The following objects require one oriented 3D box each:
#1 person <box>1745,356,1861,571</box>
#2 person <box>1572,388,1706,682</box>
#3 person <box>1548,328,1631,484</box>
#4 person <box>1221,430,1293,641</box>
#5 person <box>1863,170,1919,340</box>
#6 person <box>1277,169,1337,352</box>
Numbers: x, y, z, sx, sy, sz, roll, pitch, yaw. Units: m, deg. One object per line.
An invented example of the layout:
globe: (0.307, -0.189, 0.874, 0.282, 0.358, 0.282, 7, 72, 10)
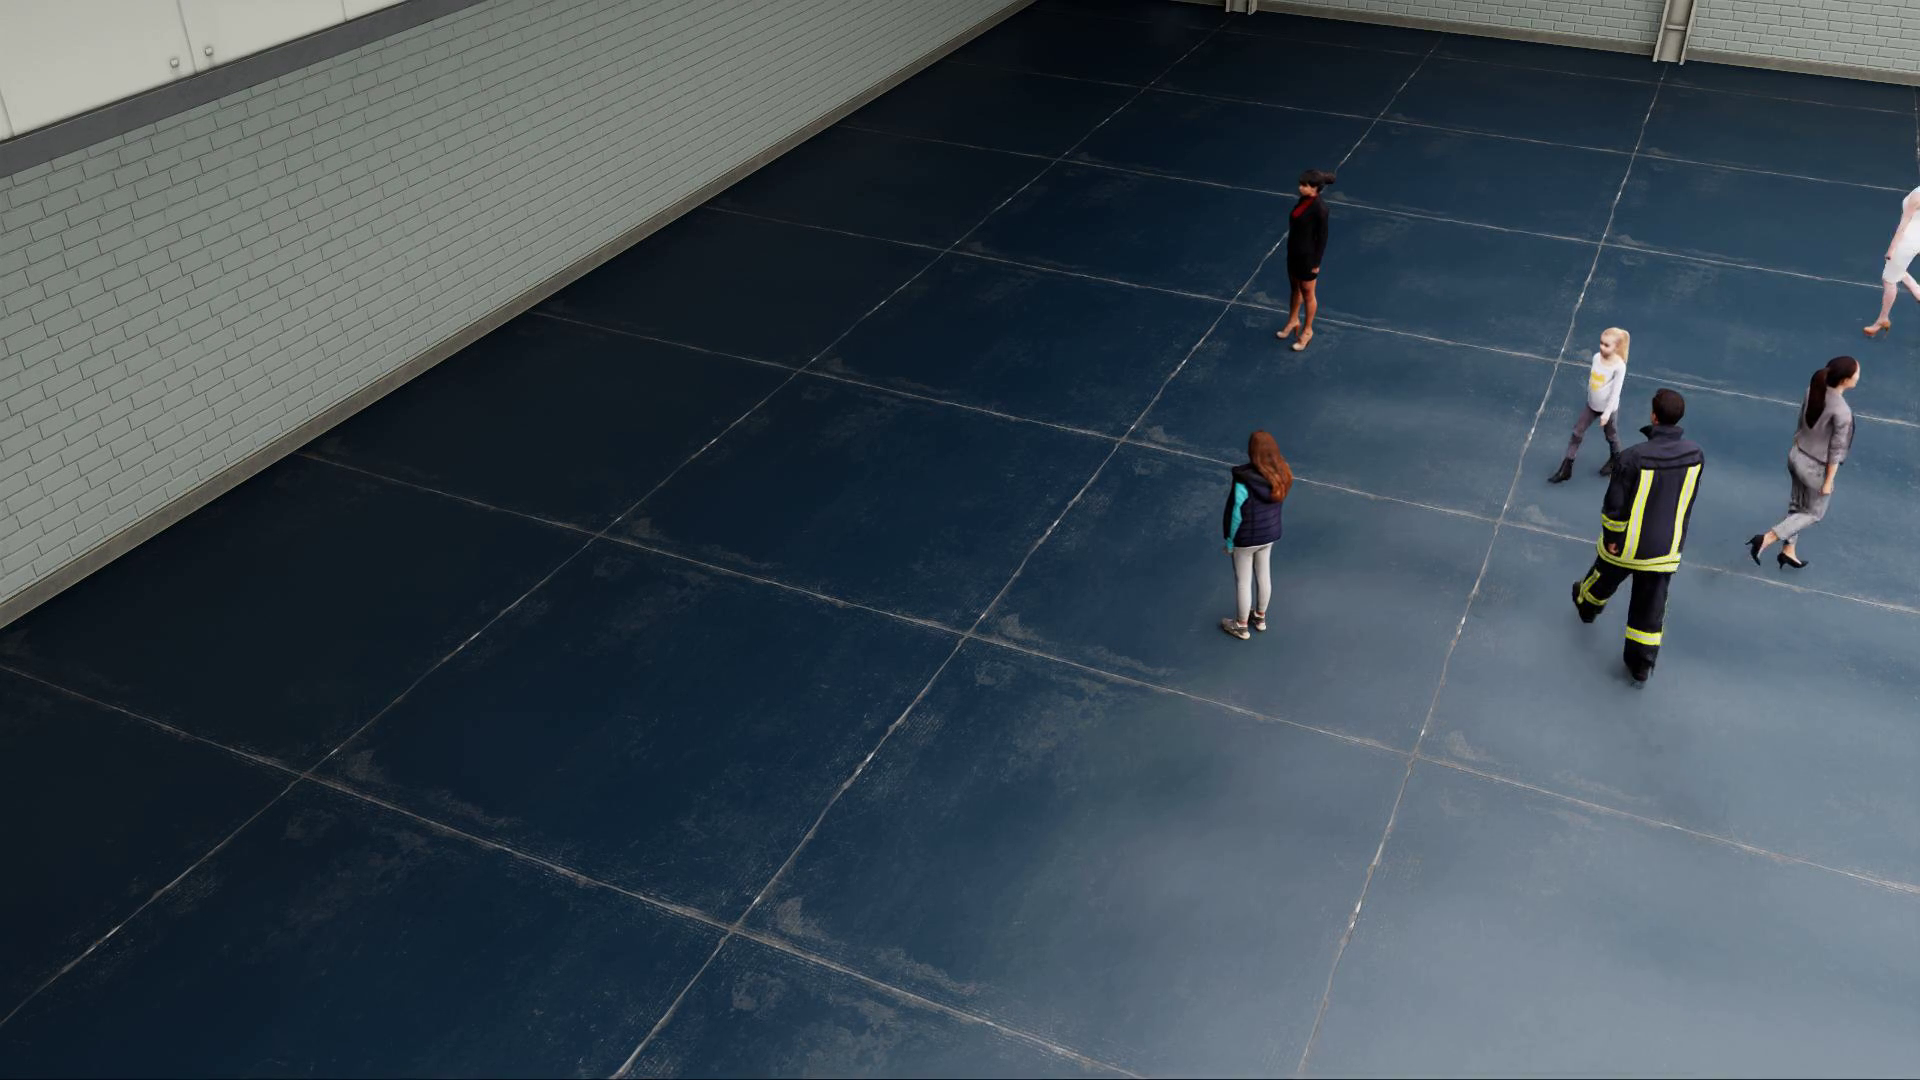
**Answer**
person: (5.775, -0.483, 11.419, 0.926, 1.666, 0.841, -5, 33, -7)
person: (4.346, 0.003, 10.455, 1.274, 1.874, 1.155, 1, 32, 1)
person: (4.942, -1.021, 12.661, 0.860, 1.250, 0.919, -18, 36, -26)
person: (1.921, -0.040, 10.874, 0.682, 1.499, 0.720, -19, 37, -28)
person: (8.406, -2.542, 14.573, 0.751, 1.784, 0.898, -27, 41, -35)
person: (3.014, -2.462, 14.580, 0.764, 1.641, 0.704, -10, 34, -16)
